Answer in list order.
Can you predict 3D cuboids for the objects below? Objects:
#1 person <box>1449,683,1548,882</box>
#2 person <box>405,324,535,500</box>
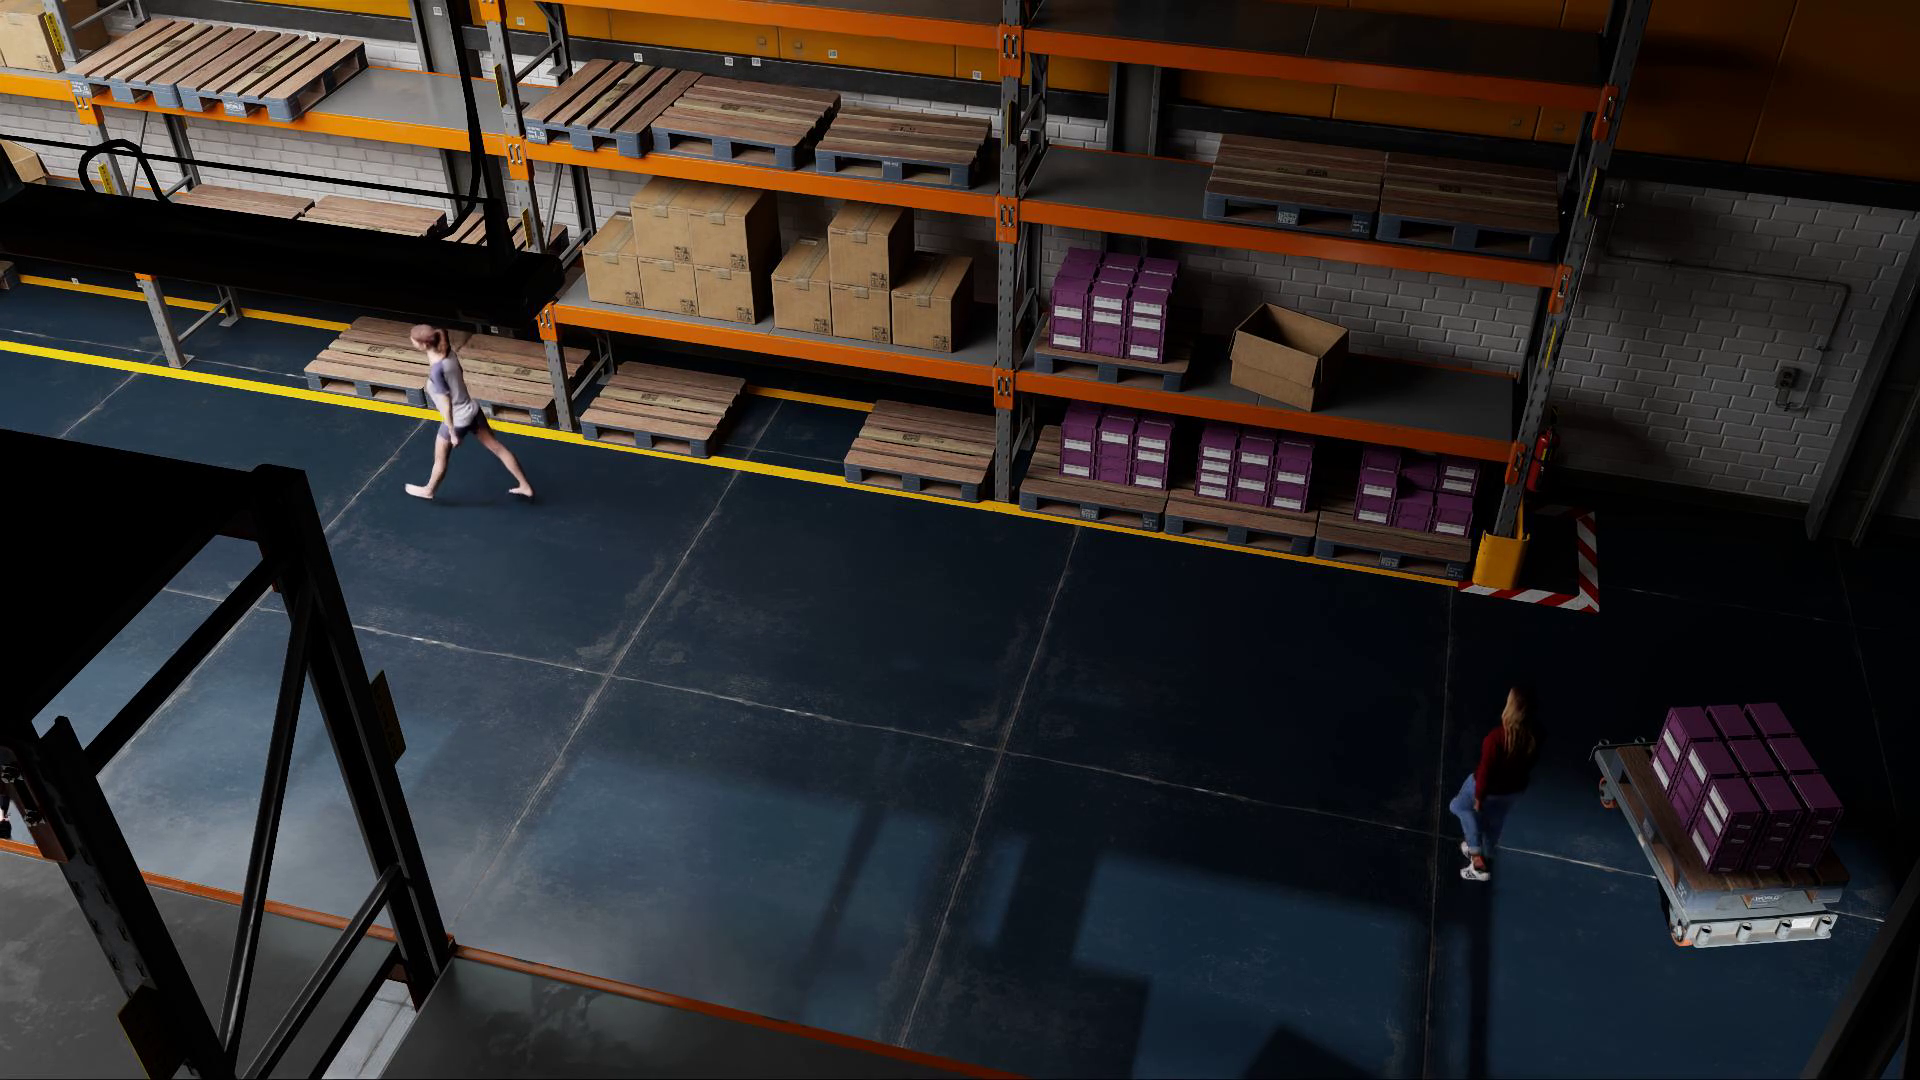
[{"bbox_3d":[3.387,1.564,10.344,0.750,1.621,0.811,-9,40,-11],"label":"person"},{"bbox_3d":[-3.946,-0.932,13.430,1.279,1.670,0.653,8,39,10],"label":"person"}]
